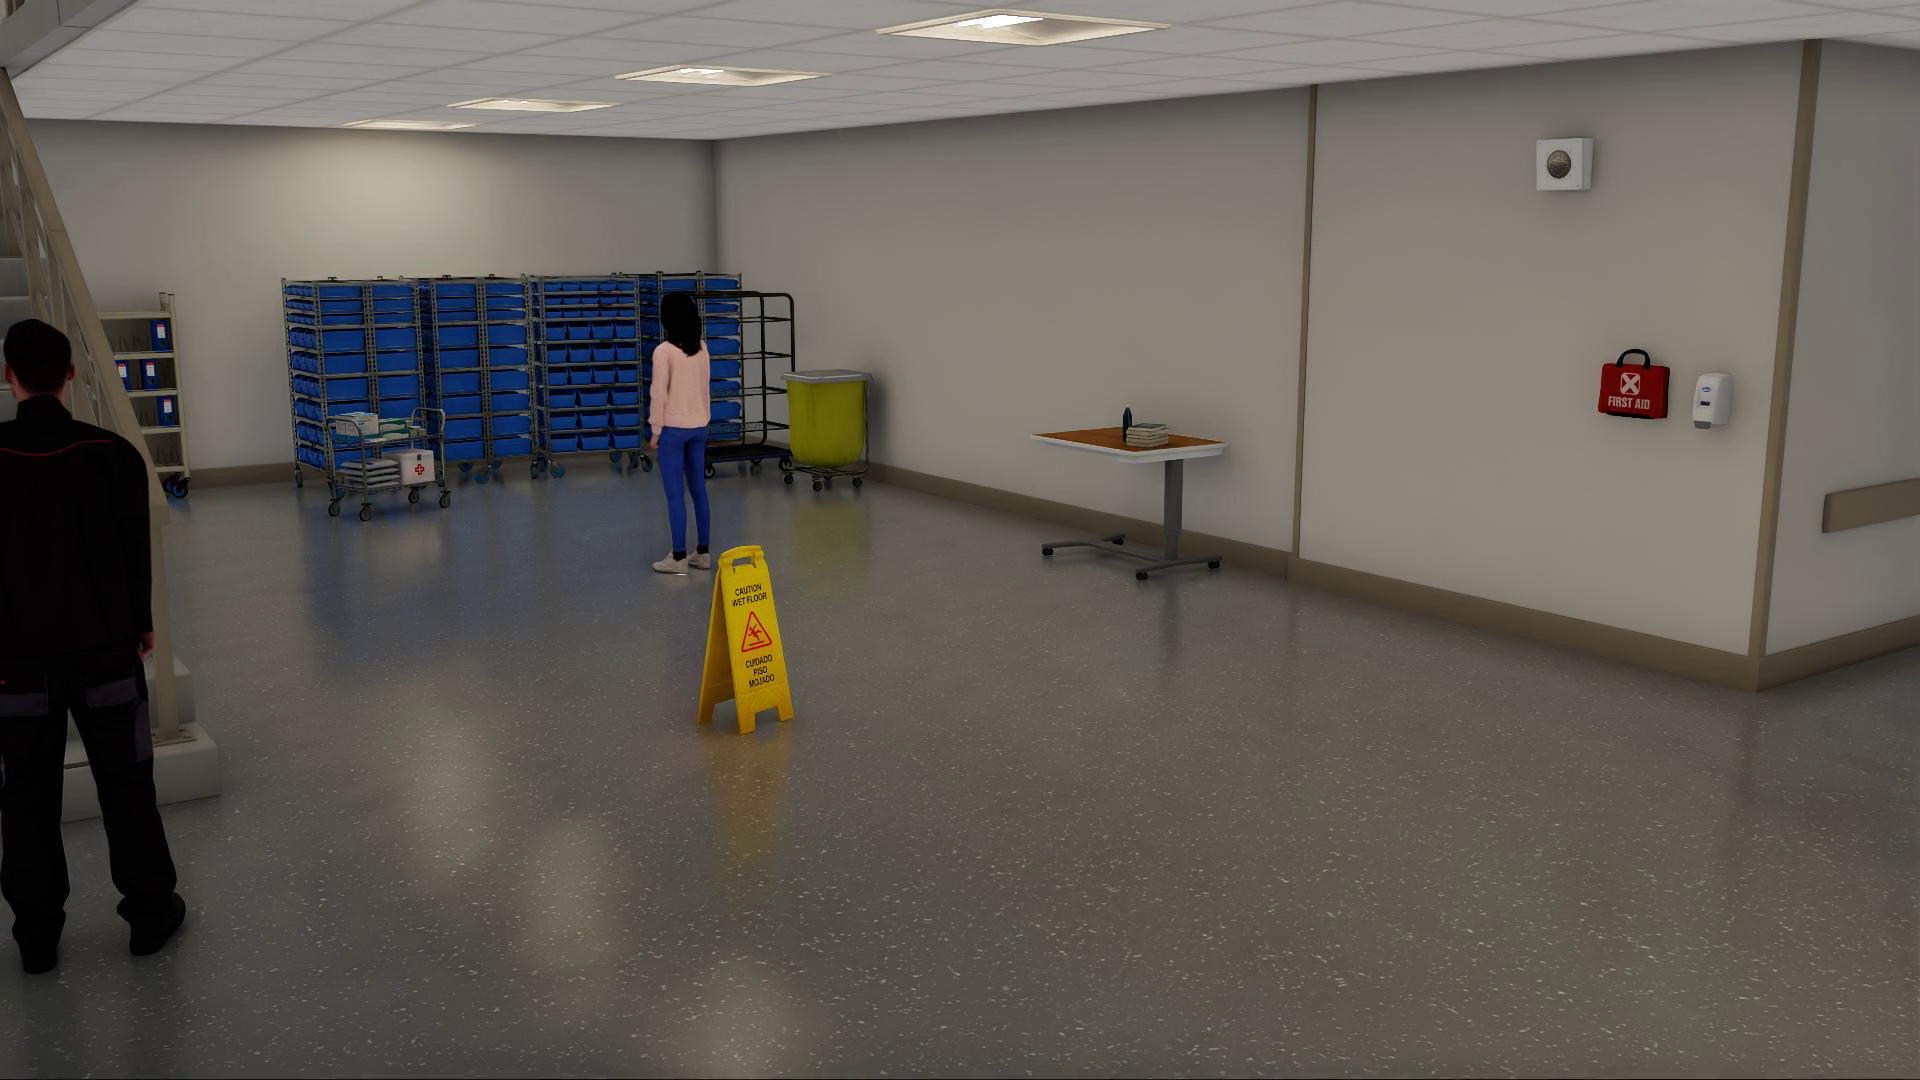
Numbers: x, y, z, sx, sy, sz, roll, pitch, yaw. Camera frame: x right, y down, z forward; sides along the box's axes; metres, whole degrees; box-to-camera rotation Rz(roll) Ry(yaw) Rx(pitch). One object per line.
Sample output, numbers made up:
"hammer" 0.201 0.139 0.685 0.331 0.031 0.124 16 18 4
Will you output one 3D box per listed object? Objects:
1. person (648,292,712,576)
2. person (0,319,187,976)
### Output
"person" -1.750 -0.679 10.503 0.642 1.769 0.698 9 14 38
"person" -2.649 0.307 4.913 0.740 1.917 0.664 -4 12 -22
